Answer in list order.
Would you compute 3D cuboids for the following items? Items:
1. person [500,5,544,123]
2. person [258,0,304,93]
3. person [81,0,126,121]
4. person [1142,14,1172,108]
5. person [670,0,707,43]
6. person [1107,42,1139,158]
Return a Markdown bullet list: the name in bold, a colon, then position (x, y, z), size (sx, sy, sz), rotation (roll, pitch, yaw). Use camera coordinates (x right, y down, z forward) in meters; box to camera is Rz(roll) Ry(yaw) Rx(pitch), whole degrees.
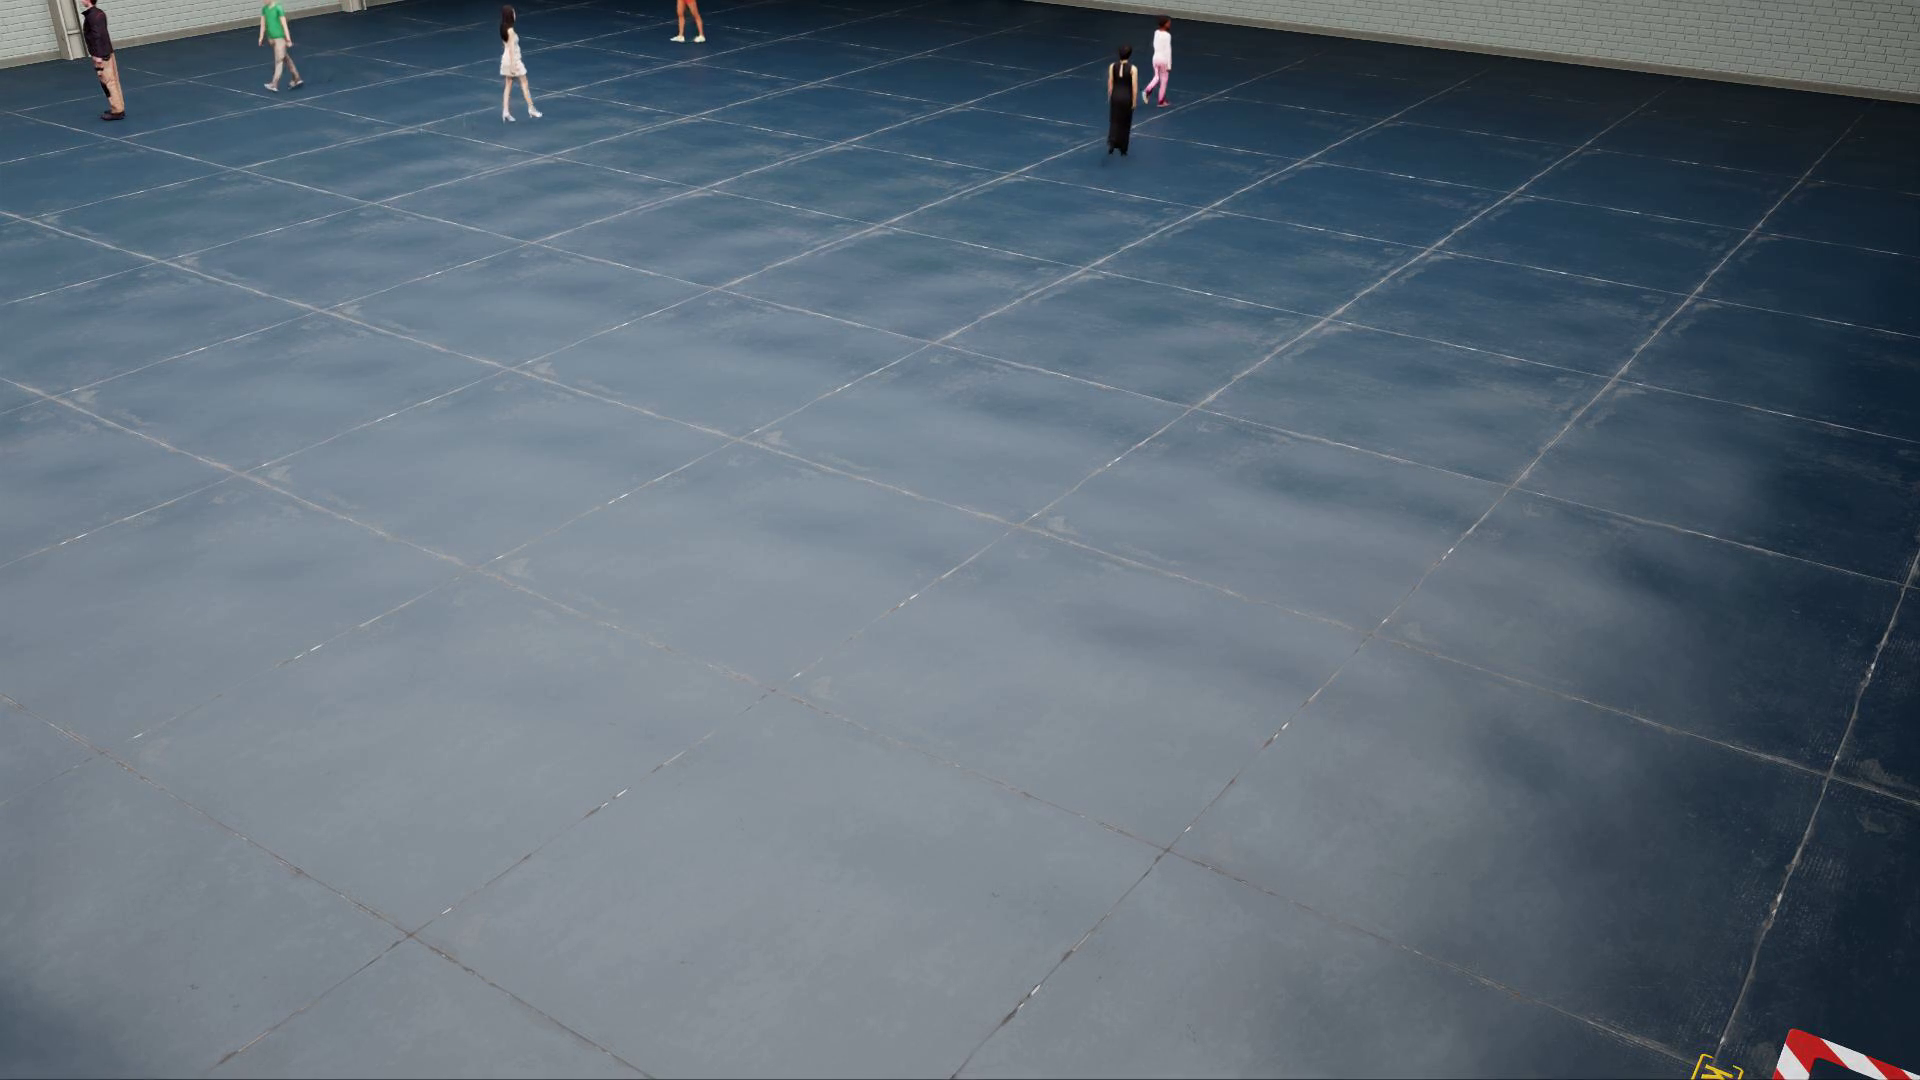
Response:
- **person**: position (-6.893, -7.203, 25.254), size (0.934, 1.711, 0.771), rotation (-17, 32, -29)
- **person**: position (-11.169, -8.234, 27.379), size (0.701, 1.599, 1.158), rotation (12, 30, 23)
- **person**: position (-13.135, -7.437, 25.476), size (0.836, 1.925, 0.787), rotation (-6, 28, -11)
- **person**: position (3.128, -7.556, 26.242), size (0.828, 1.435, 0.703), rotation (-17, 32, -29)
- **person**: position (-5.015, -10.143, 30.925), size (0.952, 1.746, 0.794), rotation (-15, 31, -27)
- **person**: position (2.241, -6.136, 23.313), size (0.705, 1.590, 0.827), rotation (10, 29, 18)
